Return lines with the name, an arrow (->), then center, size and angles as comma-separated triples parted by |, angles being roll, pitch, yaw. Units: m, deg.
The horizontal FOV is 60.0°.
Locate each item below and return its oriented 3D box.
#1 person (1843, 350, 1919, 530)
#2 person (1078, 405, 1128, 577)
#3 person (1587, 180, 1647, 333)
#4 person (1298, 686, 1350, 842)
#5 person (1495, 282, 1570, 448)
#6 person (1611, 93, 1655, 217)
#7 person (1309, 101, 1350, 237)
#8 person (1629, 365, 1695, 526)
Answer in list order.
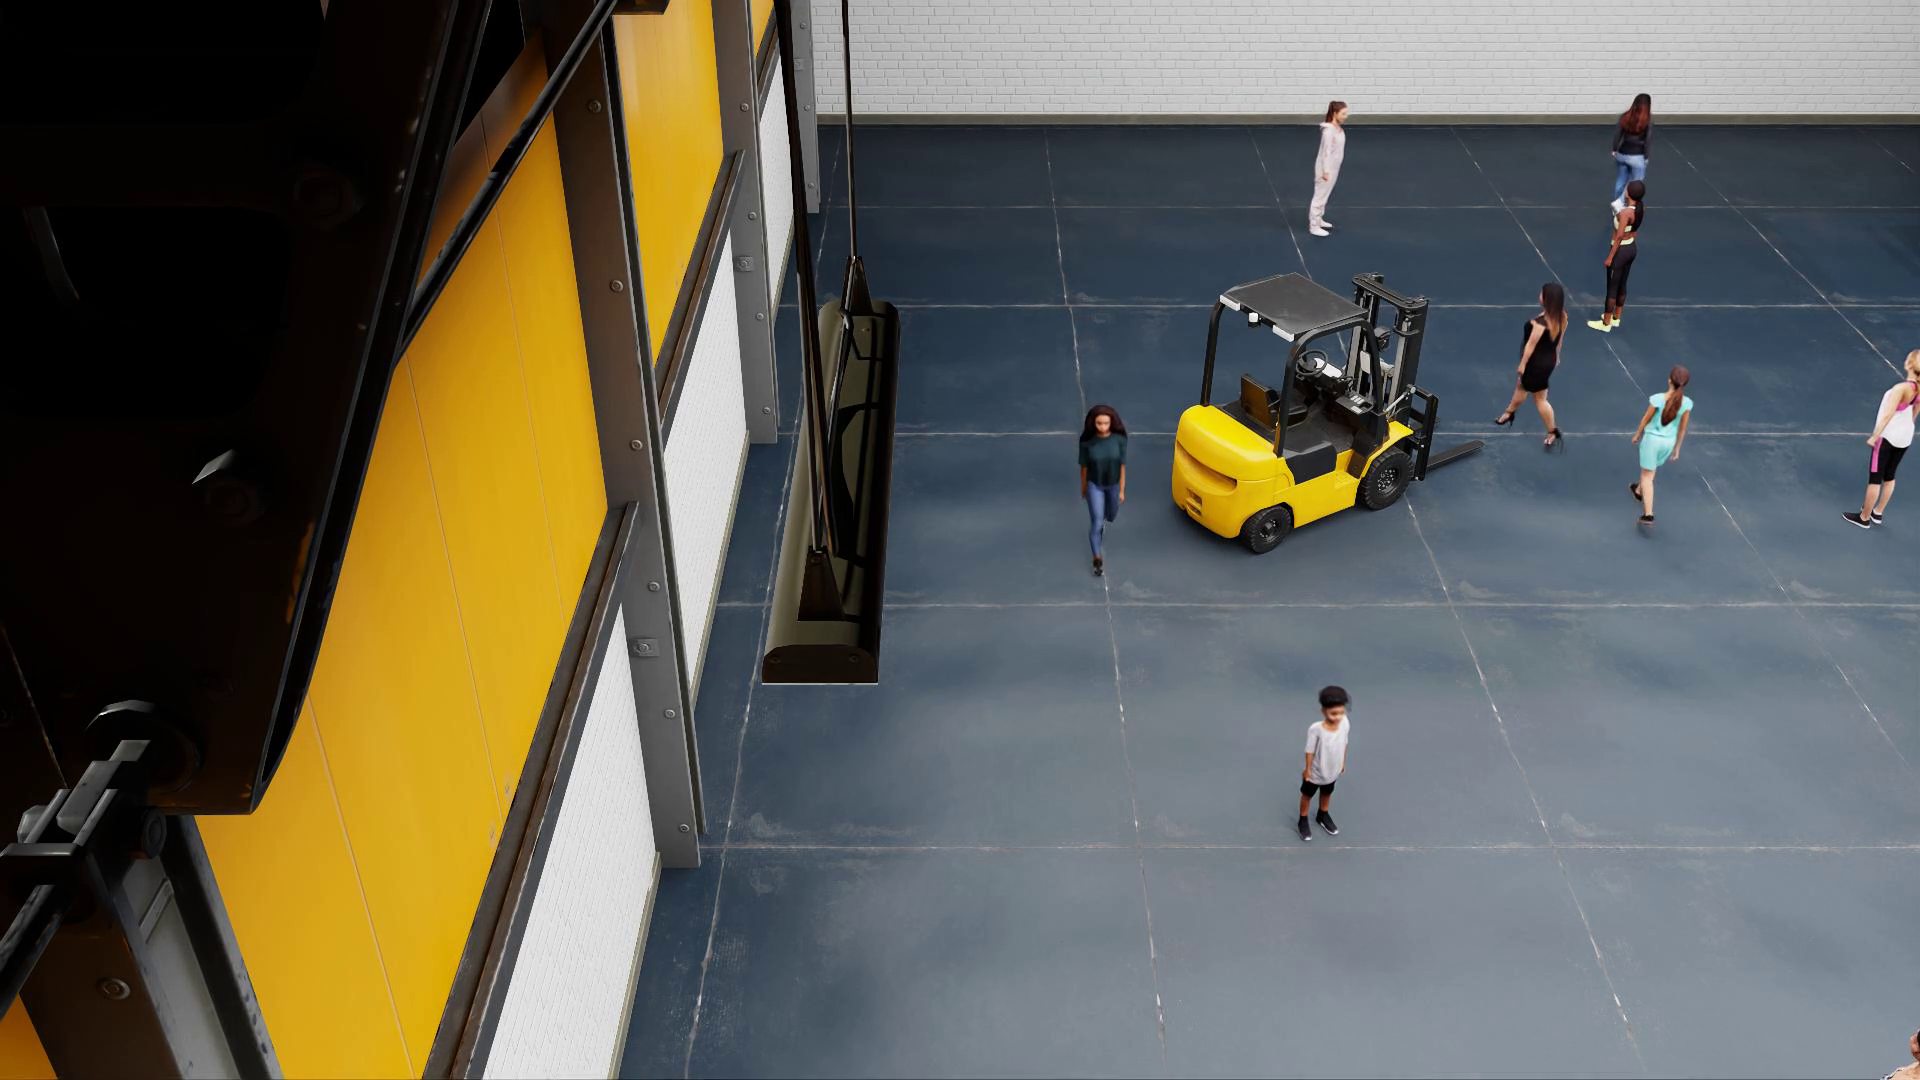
person -> 8.517, -0.922, 15.170 | 0.675, 1.787, 0.649 | -13, 36, -19
person -> 1.263, -0.513, 14.727 | 0.631, 1.596, 0.980 | -2, 34, -4
person -> 7.411, -3.183, 18.601 | 0.643, 1.755, 0.684 | -23, 40, -31
person -> 2.604, 1.574, 11.888 | 0.546, 1.263, 0.578 | -9, 35, -14
person -> 5.779, -1.685, 16.415 | 1.053, 1.679, 1.133 | -26, 42, -34
person -> 8.565, -4.889, 21.288 | 0.932, 1.620, 0.874 | -27, 42, -35
person -> 4.613, -4.710, 20.958 | 0.767, 1.687, 0.627 | 13, 36, 18
person -> 6.436, -0.851, 15.296 | 0.604, 1.529, 1.072 | 2, 34, 3
